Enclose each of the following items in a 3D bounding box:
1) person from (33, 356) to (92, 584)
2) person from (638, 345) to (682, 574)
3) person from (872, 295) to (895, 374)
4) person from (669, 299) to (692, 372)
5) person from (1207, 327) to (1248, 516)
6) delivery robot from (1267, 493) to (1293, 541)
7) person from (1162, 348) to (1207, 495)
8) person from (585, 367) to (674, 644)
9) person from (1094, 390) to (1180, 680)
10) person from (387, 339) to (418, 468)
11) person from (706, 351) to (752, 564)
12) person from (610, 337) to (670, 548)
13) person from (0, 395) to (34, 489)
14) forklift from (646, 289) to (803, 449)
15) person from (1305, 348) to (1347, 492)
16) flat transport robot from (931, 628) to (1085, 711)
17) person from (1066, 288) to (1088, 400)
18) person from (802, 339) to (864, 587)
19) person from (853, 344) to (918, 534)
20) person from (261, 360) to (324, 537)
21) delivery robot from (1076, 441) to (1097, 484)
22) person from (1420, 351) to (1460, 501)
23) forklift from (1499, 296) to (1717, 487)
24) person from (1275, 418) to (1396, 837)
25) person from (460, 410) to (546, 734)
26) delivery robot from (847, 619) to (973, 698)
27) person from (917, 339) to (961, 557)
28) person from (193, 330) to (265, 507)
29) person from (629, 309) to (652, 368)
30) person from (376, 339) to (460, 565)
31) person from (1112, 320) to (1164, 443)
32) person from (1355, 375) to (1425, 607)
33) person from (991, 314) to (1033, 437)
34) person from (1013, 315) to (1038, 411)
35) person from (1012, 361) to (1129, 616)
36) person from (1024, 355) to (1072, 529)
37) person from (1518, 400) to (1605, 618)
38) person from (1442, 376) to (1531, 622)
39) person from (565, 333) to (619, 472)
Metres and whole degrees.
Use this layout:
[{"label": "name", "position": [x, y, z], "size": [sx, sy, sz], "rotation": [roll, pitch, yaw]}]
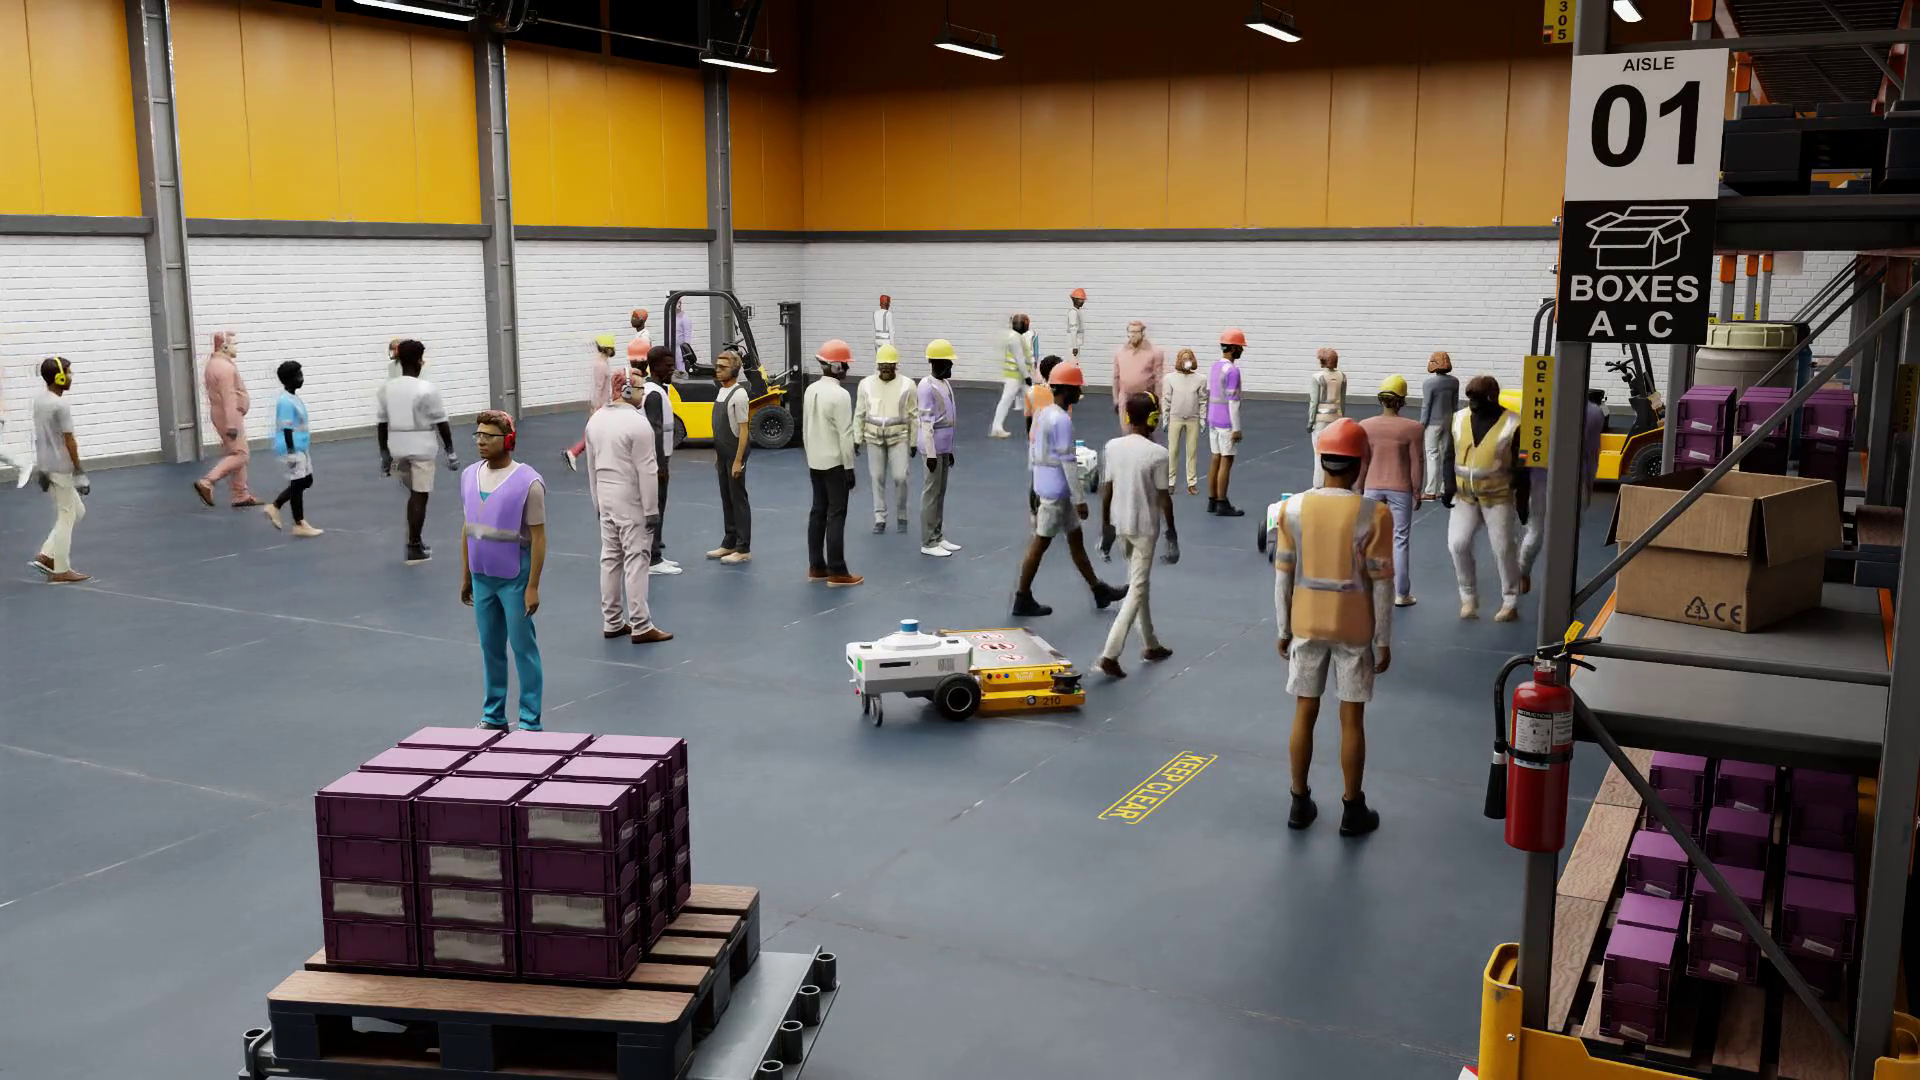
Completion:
[{"label": "person", "position": [-7.289, -0.559, 13.528], "size": [0.518, 1.855, 0.398], "rotation": [9, 13, 42]}, {"label": "person", "position": [-2.562, -0.674, 13.990], "size": [0.379, 1.916, 0.591], "rotation": [-2, 10, -13]}, {"label": "person", "position": [-1.450, -3.770, 32.011], "size": [0.356, 1.884, 0.573], "rotation": [-9, 14, -43]}, {"label": "person", "position": [-5.036, -3.345, 29.483], "size": [0.642, 1.909, 0.408], "rotation": [9, 13, 41]}, {"label": "person", "position": [2.748, -1.209, 17.056], "size": [0.388, 1.932, 0.546], "rotation": [-2, 10, -13]}, {"label": "delivery robot", "position": [2.898, -0.170, 14.743], "size": [0.477, 0.478, 0.707], "rotation": [2, 10, 10]}, {"label": "person", "position": [2.496, -1.314, 18.508], "size": [0.500, 1.636, 0.280], "rotation": [0, 10, 1]}, {"label": "person", "position": [-2.288, -0.239, 11.516], "size": [0.641, 1.904, 0.401], "rotation": [9, 13, 41]}, {"label": "person", "position": [1.130, -0.043, 10.630], "size": [0.940, 1.823, 0.524], "rotation": [-9, 13, -42]}, {"label": "person", "position": [-7.056, -1.701, 20.831], "size": [0.520, 1.606, 0.670], "rotation": [8, 12, 38]}, {"label": "person", "position": [-2.001, -0.718, 14.452], "size": [0.345, 1.847, 0.508], "rotation": [-6, 11, -31]}, {"label": "person", "position": [-2.894, -0.874, 15.100], "size": [0.543, 1.934, 0.362], "rotation": [-2, 10, -9]}, {"label": "person", "position": [-10.764, -1.439, 18.455], "size": [0.598, 1.911, 0.602], "rotation": [10, 14, 44]}, {"label": "forklift", "position": [-3.358, -2.392, 23.136], "size": [2.313, 2.155, 1.214], "rotation": [-1, 10, -5]}, {"label": "person", "position": [4.077, -1.314, 18.510], "size": [0.522, 1.637, 0.310], "rotation": [-6, 11, -30]}, {"label": "flat transport robot", "position": [0.262, 0.775, 10.363], "size": [0.652, 0.197, 1.431], "rotation": [-2, 10, -12]}, {"label": "person", "position": [2.147, -3.586, 30.497], "size": [0.388, 2.036, 0.615], "rotation": [1, 10, 6]}, {"label": "person", "position": [-1.029, -0.622, 13.466], "size": [0.396, 1.992, 0.622], "rotation": [-7, 12, -36]}, {"label": "person", "position": [-0.708, -0.971, 15.980], "size": [0.616, 1.824, 0.426], "rotation": [1, 10, 7]}, {"label": "person", "position": [-6.328, -0.853, 15.681], "size": [0.474, 1.683, 0.551], "rotation": [-2, 10, -14]}, {"label": "delivery robot", "position": [1.349, -0.884, 18.874], "size": [0.477, 0.478, 0.707], "rotation": [2, 10, 12]}, {"label": "person", "position": [5.183, -1.233, 18.046], "size": [0.500, 1.633, 0.283], "rotation": [-5, 11, -28]}, {"label": "forklift", "position": [7.296, -1.677, 18.993], "size": [2.313, 2.155, 1.214], "rotation": [5, 11, 27]}, {"label": "person", "position": [1.742, 0.401, 7.717], "size": [0.551, 1.932, 0.378], "rotation": [5, 11, 28]}, {"label": "person", "position": [-2.482, 0.211, 9.065], "size": [0.566, 1.849, 0.389], "rotation": [5, 11, 28]}, {"label": "delivery robot", "position": [-0.295, 0.706, 9.667], "size": [0.707, 0.478, 0.477], "rotation": [-3, 10, -15]}, {"label": "person", "position": [-0.189, -0.825, 14.836], "size": [0.363, 1.927, 0.587], "rotation": [3, 10, 15]}, {"label": "person", "position": [-7.708, -1.257, 17.446], "size": [0.629, 1.886, 0.655], "rotation": [-7, 12, -34]}, {"label": "person", "position": [-4.590, -2.378, 23.949], "size": [0.356, 1.884, 0.574], "rotation": [-4, 11, -22]}, {"label": "person", "position": [-4.685, -0.775, 14.485], "size": [0.614, 1.943, 0.650], "rotation": [4, 10, 20]}, {"label": "person", "position": [2.145, -1.712, 20.059], "size": [0.664, 1.892, 0.593], "rotation": [4, 11, 23]}, {"label": "person", "position": [3.270, -0.373, 12.684], "size": [0.524, 1.769, 0.325], "rotation": [6, 11, 29]}, {"label": "person", "position": [0.906, -2.390, 24.289], "size": [0.978, 1.788, 0.630], "rotation": [2, 10, 9]}, {"label": "person", "position": [1.087, -3.012, 28.323], "size": [0.515, 1.641, 0.314], "rotation": [-2, 10, -10]}, {"label": "person", "position": [0.826, -0.366, 12.277], "size": [0.962, 1.888, 0.574], "rotation": [-1, 10, -6]}, {"label": "person", "position": [0.873, -0.959, 16.264], "size": [0.540, 1.698, 0.317], "rotation": [8, 12, 37]}, {"label": "person", "position": [4.474, -0.413, 12.508], "size": [0.632, 1.921, 0.744], "rotation": [0, 10, 2]}, {"label": "person", "position": [3.843, -0.298, 12.162], "size": [0.636, 1.801, 0.533], "rotation": [9, 13, 43]}, {"label": "person", "position": [-4.384, -1.636, 20.091], "size": [0.746, 1.734, 0.516], "rotation": [-2, 10, -11]}]
